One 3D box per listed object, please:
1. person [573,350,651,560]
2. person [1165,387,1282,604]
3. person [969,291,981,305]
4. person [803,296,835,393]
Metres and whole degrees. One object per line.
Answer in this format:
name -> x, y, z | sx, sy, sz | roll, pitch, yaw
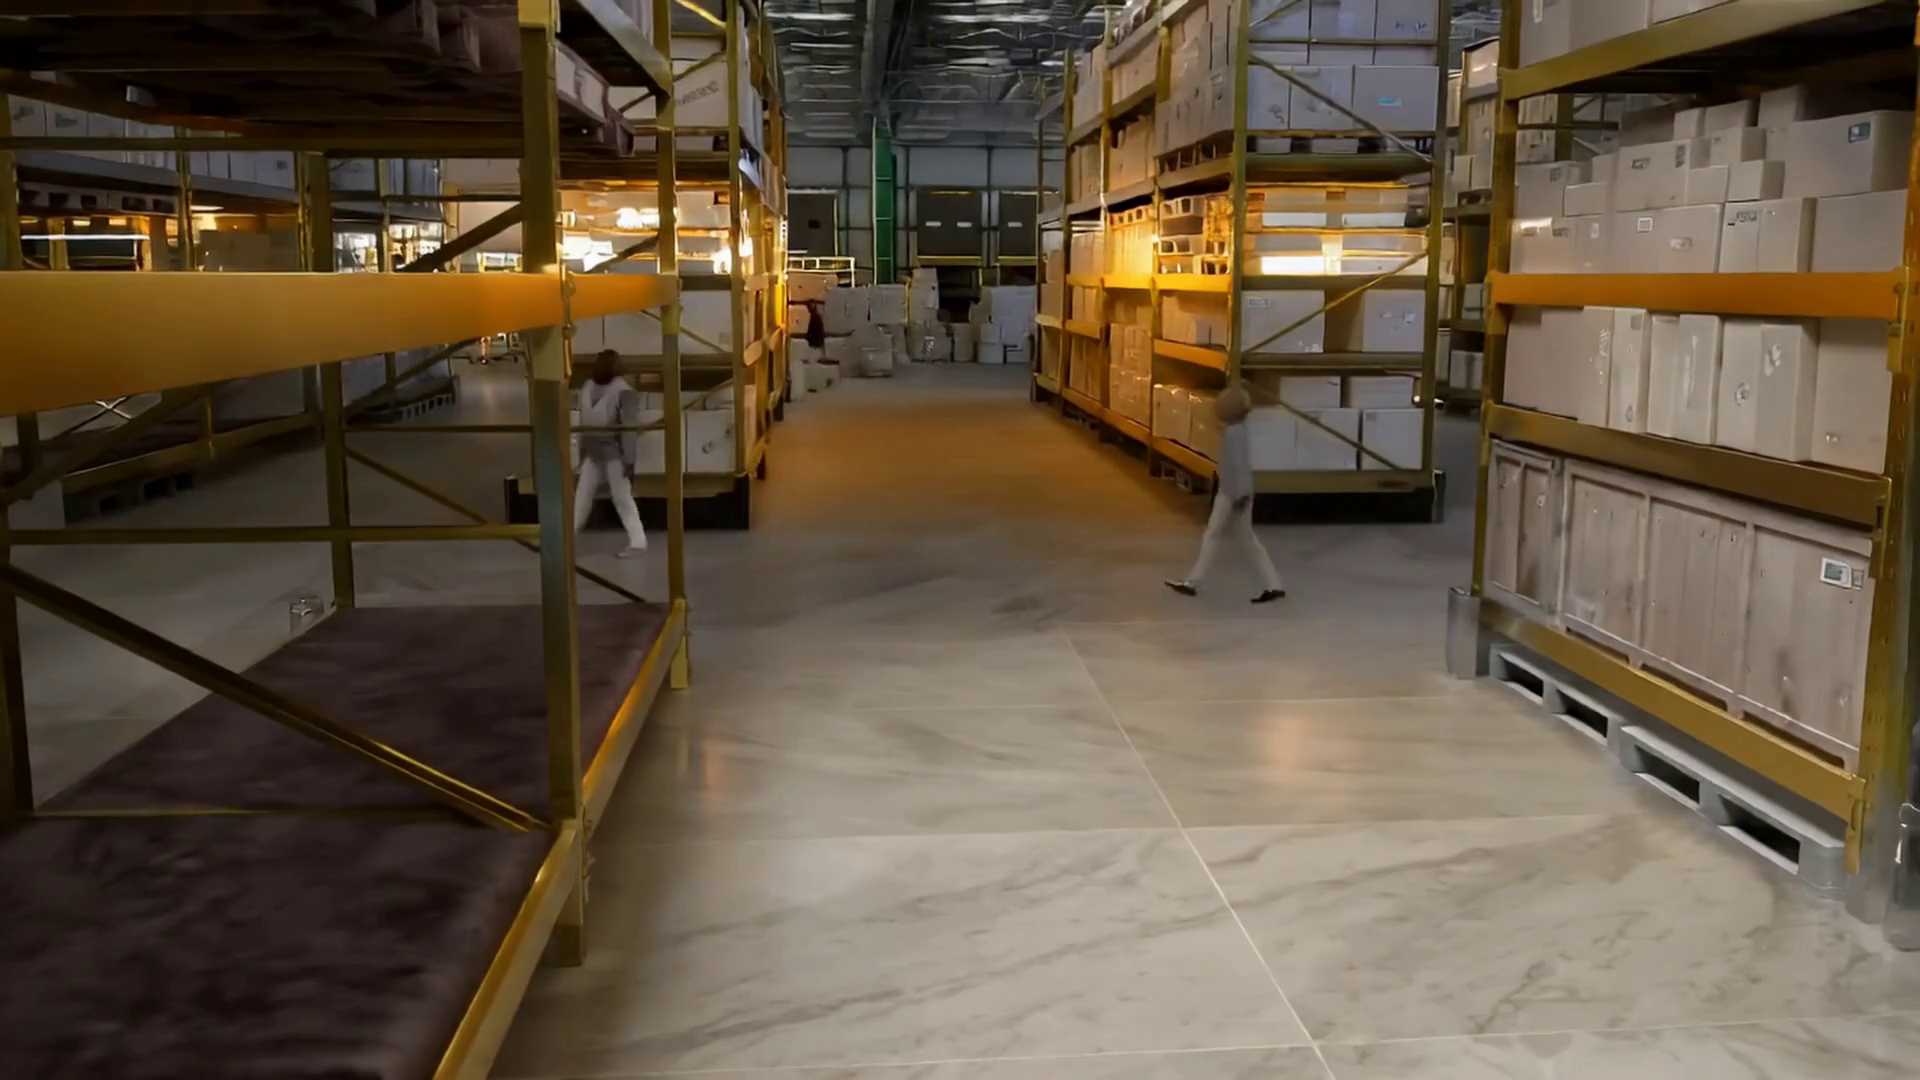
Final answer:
person -> -3.012, -0.691, 13.915 | 0.672, 1.786, 0.715 | 6, 11, 34
person -> 1.982, -0.318, 12.192 | 0.849, 1.606, 0.503 | 4, 10, 24
person -> 0.457, -6.505, 49.922 | 0.369, 1.938, 0.630 | -3, 10, -20
person -> -2.905, -3.963, 33.827 | 0.557, 1.983, 0.620 | 0, 9, 1
